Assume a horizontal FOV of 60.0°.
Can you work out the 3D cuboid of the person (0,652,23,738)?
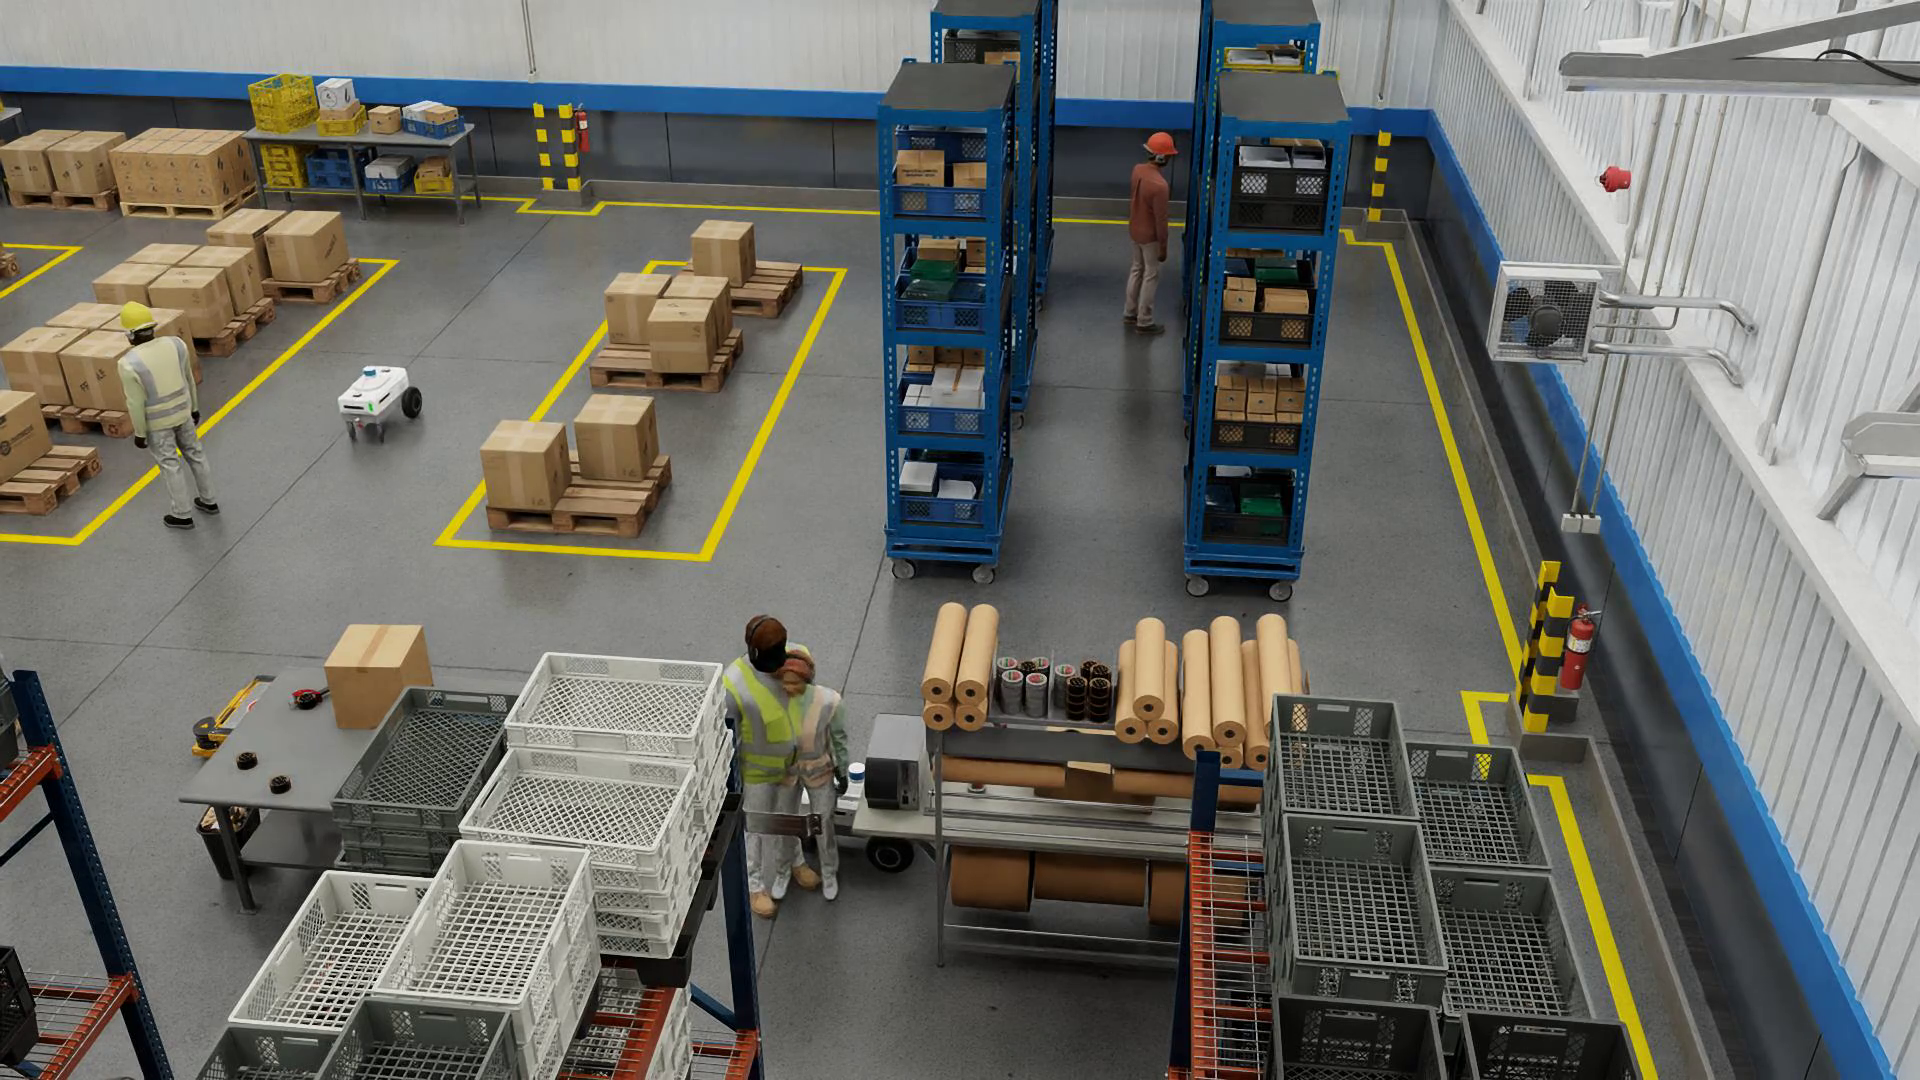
[{"bbox_3d":[-6.238,0.530,10.328,0.541,1.696,0.316,10,32,17],"label":"person"}]

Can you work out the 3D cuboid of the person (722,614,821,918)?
[{"bbox_3d":[-1.011,1.196,9.042,0.624,1.844,0.430,-25,38,-36],"label":"person"}]

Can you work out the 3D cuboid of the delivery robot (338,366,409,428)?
[{"bbox_3d":[-5.096,-1.273,14.463,0.477,0.478,0.707,5,31,9],"label":"delivery robot"}]

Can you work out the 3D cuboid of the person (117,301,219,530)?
[{"bbox_3d":[-6.102,-0.956,12.746,0.403,1.832,0.594,15,33,24],"label":"person"}]

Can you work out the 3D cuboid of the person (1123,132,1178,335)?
[{"bbox_3d":[1.840,-2.948,16.028,0.411,1.980,0.625,-12,32,-19],"label":"person"}]

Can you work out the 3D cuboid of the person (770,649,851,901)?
[{"bbox_3d":[-0.856,1.279,9.106,0.532,1.630,0.320,1,30,2],"label":"person"}]
